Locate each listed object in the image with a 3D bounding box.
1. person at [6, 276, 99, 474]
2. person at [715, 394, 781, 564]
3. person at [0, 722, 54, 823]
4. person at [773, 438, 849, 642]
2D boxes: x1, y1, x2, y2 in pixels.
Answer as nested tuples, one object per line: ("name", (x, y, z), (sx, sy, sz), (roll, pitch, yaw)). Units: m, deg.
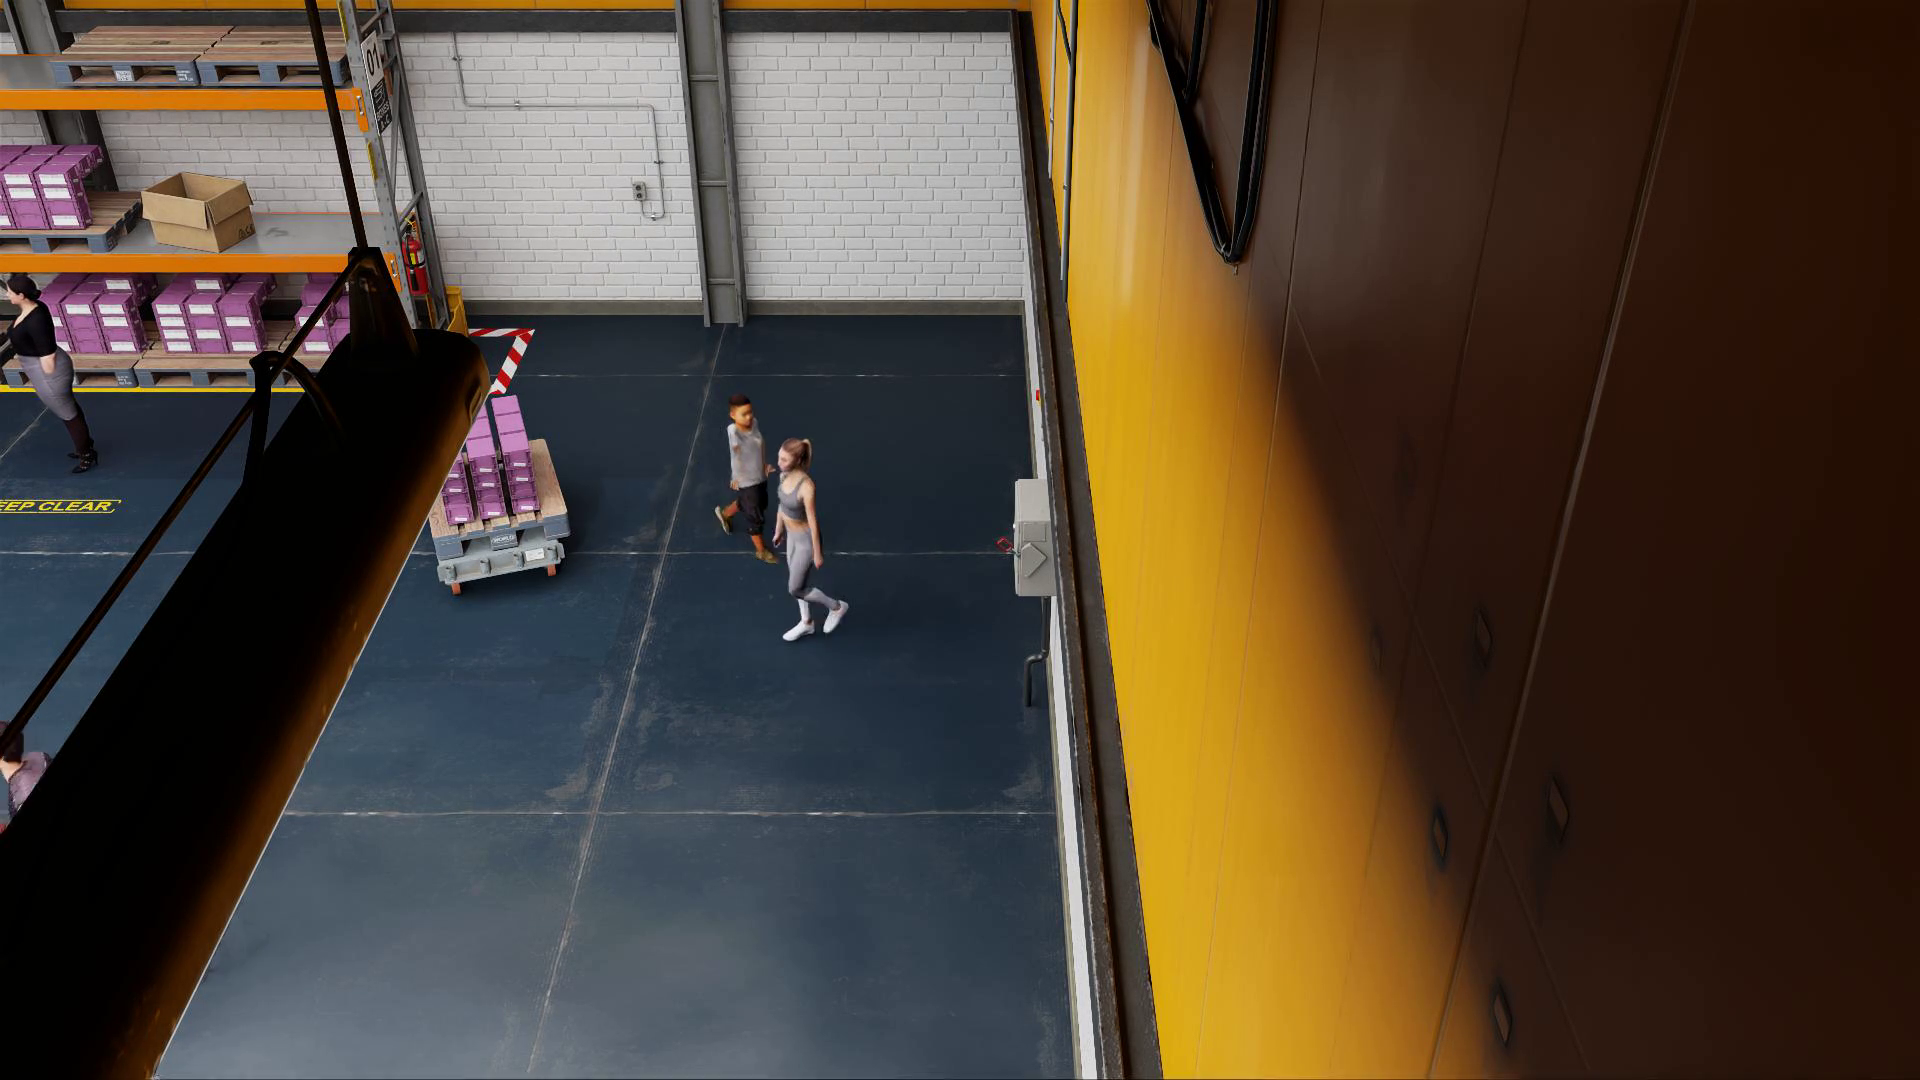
("person", (-7.577, -1.396, 13.894), (0.781, 1.759, 0.774), (-17, 37, -23))
("person", (-1.676, -0.557, 12.919), (1.020, 1.442, 0.889), (23, 40, 30))
("person", (-4.792, 1.741, 9.147), (1.261, 1.791, 0.961), (-14, 36, -20))
("person", (-1.044, -0.010, 11.871), (0.841, 1.690, 0.761), (-16, 37, -23))
